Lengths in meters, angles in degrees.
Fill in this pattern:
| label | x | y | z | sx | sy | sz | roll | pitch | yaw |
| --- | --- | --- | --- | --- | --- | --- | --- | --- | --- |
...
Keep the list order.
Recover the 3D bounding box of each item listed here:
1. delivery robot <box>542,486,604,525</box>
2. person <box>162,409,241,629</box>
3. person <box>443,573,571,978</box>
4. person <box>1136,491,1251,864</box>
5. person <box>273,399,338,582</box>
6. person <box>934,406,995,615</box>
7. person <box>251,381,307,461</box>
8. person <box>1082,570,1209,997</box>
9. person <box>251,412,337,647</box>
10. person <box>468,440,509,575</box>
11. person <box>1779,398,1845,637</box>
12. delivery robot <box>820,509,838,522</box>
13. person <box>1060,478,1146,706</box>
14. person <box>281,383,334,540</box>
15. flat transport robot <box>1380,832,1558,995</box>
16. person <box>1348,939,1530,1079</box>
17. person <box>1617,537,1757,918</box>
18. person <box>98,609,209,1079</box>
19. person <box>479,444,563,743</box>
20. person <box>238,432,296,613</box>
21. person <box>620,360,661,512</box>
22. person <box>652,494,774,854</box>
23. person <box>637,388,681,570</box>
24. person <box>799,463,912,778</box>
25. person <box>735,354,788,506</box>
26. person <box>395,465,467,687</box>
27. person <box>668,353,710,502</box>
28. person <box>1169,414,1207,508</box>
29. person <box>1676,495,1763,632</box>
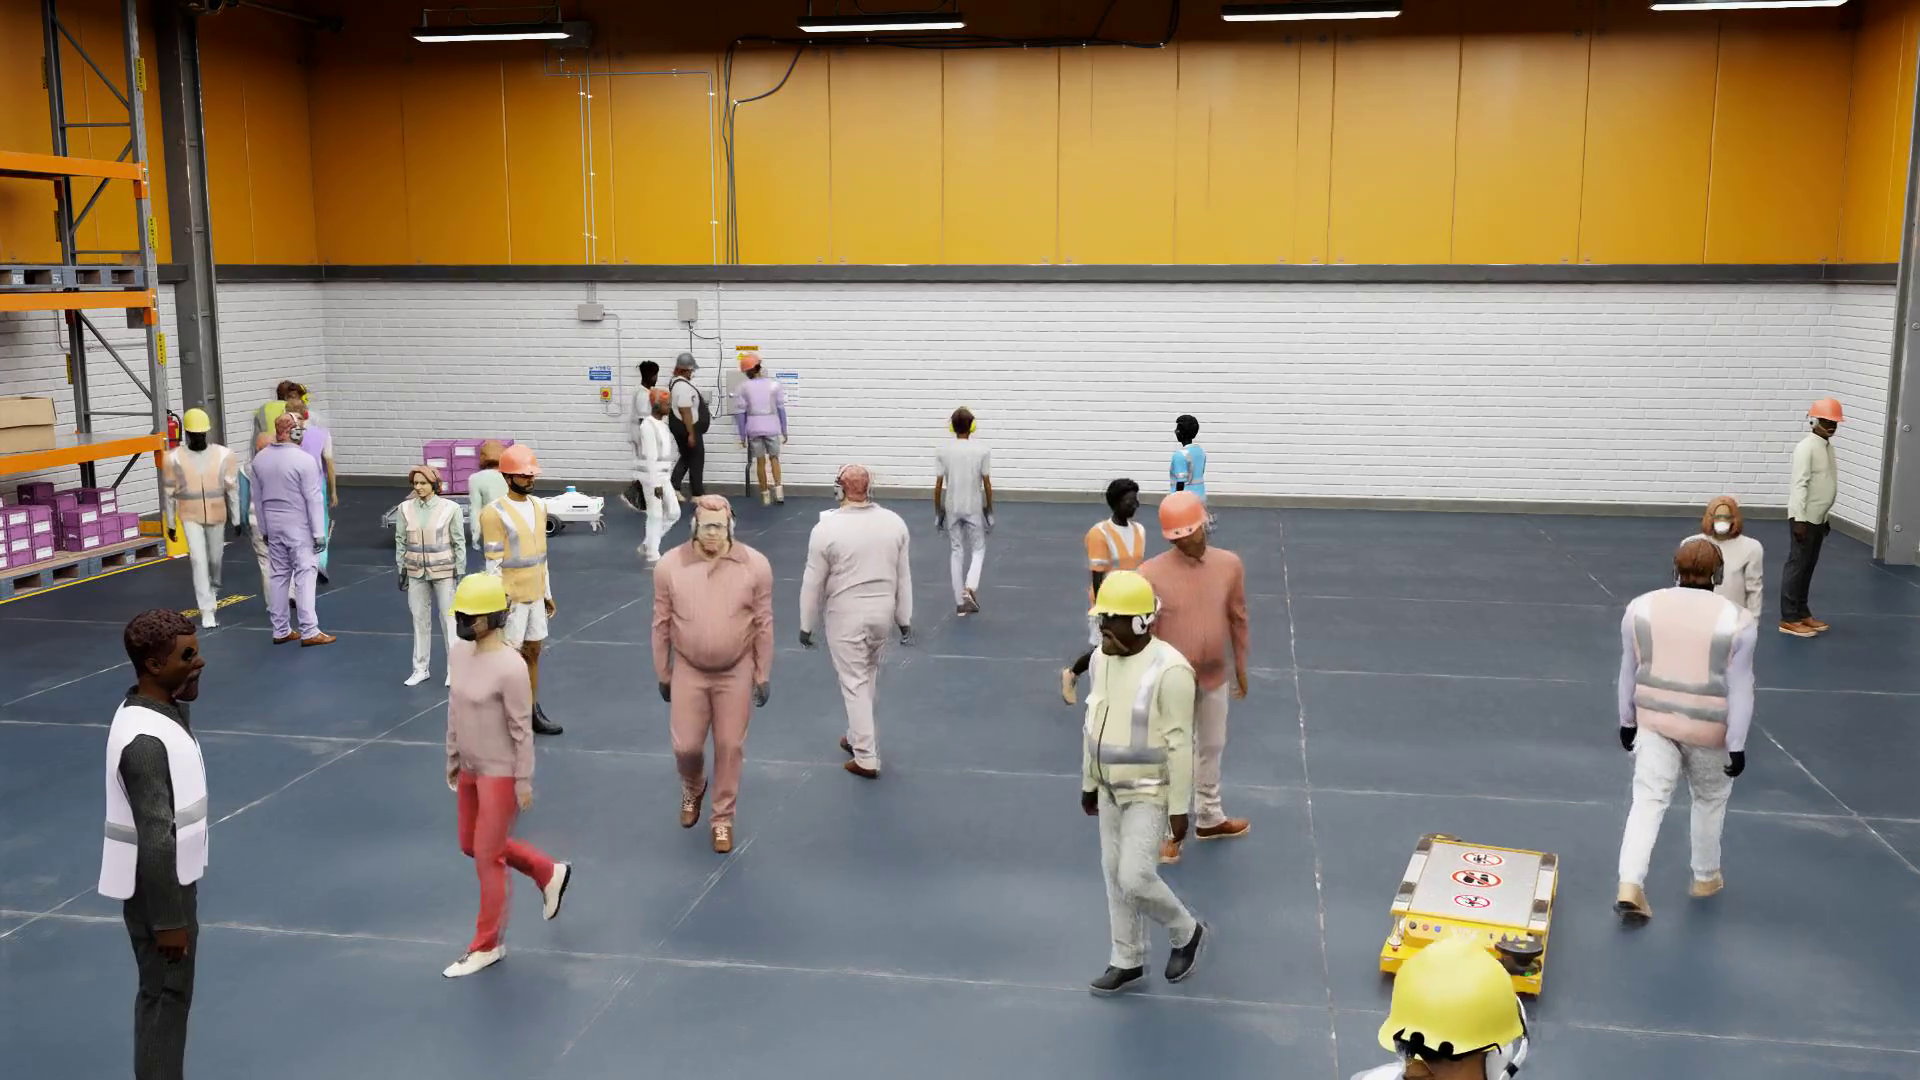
| label | x | y | z | sx | sy | sz | roll | pitch | yaw |
| --- | --- | --- | --- | --- | --- | --- | --- | --- | --- |
| delivery robot | -4.485 | -0.377 | 19.214 | 0.707 | 0.478 | 0.477 | -1 | 9 | -4 |
| person | -6.602 | -0.224 | 14.485 | 0.584 | 1.879 | 0.962 | -6 | 11 | -32 |
| person | -2.016 | 0.991 | 7.308 | 0.535 | 1.750 | 0.643 | 9 | 13 | 43 |
| person | 1.256 | 0.694 | 8.593 | 0.782 | 1.948 | 0.501 | -4 | 10 | -22 |
| person | -6.327 | -0.452 | 16.063 | 0.594 | 1.814 | 0.475 | -3 | 10 | -19 |
| person | 0.037 | -0.248 | 14.661 | 0.544 | 1.860 | 0.412 | 1 | 9 | 6 |
| person | -7.752 | -0.924 | 19.063 | 0.758 | 1.778 | 0.950 | 0 | 9 | 0 |
| person | 0.737 | 1.017 | 6.936 | 0.461 | 1.818 | 0.620 | -6 | 11 | -32 |
| person | -5.408 | -0.086 | 13.528 | 0.652 | 1.904 | 0.402 | 4 | 10 | 23 |
| person | -3.994 | -0.069 | 14.363 | 0.516 | 1.581 | 0.839 | -5 | 11 | -30 |
| person | 7.157 | -0.198 | 13.950 | 0.612 | 1.991 | 0.392 | -9 | 13 | -44 |
| delivery robot | -1.164 | -0.198 | 18.104 | 0.707 | 0.478 | 0.477 | 5 | 10 | 26 |
| person | 1.001 | 0.399 | 11.187 | 0.527 | 1.682 | 0.644 | -7 | 12 | -37 |
| person | -7.188 | -0.812 | 18.209 | 0.520 | 1.845 | 0.845 | 4 | 10 | 21 |
| flat transport robot | 2.372 | 1.676 | 7.647 | 0.652 | 0.197 | 1.431 | 4 | 10 | 22 |
| person | 0.984 | 1.620 | 3.230 | 0.700 | 1.809 | 0.602 | -9 | 13 | -43 |
| person | 3.400 | 0.885 | 7.860 | 0.627 | 1.802 | 0.929 | 7 | 12 | 39 |
| person | -2.712 | 1.177 | 5.646 | 0.372 | 1.916 | 0.597 | -4 | 10 | -24 |
| person | -2.816 | 0.347 | 10.735 | 0.362 | 1.938 | 0.545 | 4 | 10 | 25 |
| person | -6.136 | -0.149 | 14.799 | 0.515 | 1.623 | 0.380 | -5 | 11 | -30 |
| person | -3.983 | -1.287 | 20.883 | 0.480 | 1.940 | 0.606 | -3 | 10 | -17 |
| person | -1.296 | 0.689 | 8.768 | 0.636 | 1.890 | 0.472 | -1 | 9 | -7 |
| person | -3.062 | -0.611 | 16.879 | 0.411 | 1.868 | 0.577 | 2 | 9 | 10 |
| person | -0.693 | 0.466 | 10.156 | 0.680 | 1.876 | 0.815 | -6 | 11 | -33 |
| person | -2.564 | -1.415 | 21.536 | 0.675 | 1.990 | 0.457 | -1 | 9 | -8 |
| person | -3.869 | 0.263 | 12.179 | 0.522 | 1.638 | 0.310 | 1 | 9 | 6 |
| person | -3.544 | -1.482 | 21.766 | 0.572 | 2.000 | 0.727 | -4 | 10 | -23 |
| person | 2.149 | -0.338 | 15.727 | 0.322 | 1.697 | 0.534 | 6 | 11 | 33 |
| person | 4.850 | 0.515 | 10.667 | 0.501 | 1.625 | 0.362 | 6 | 11 | 31 |
